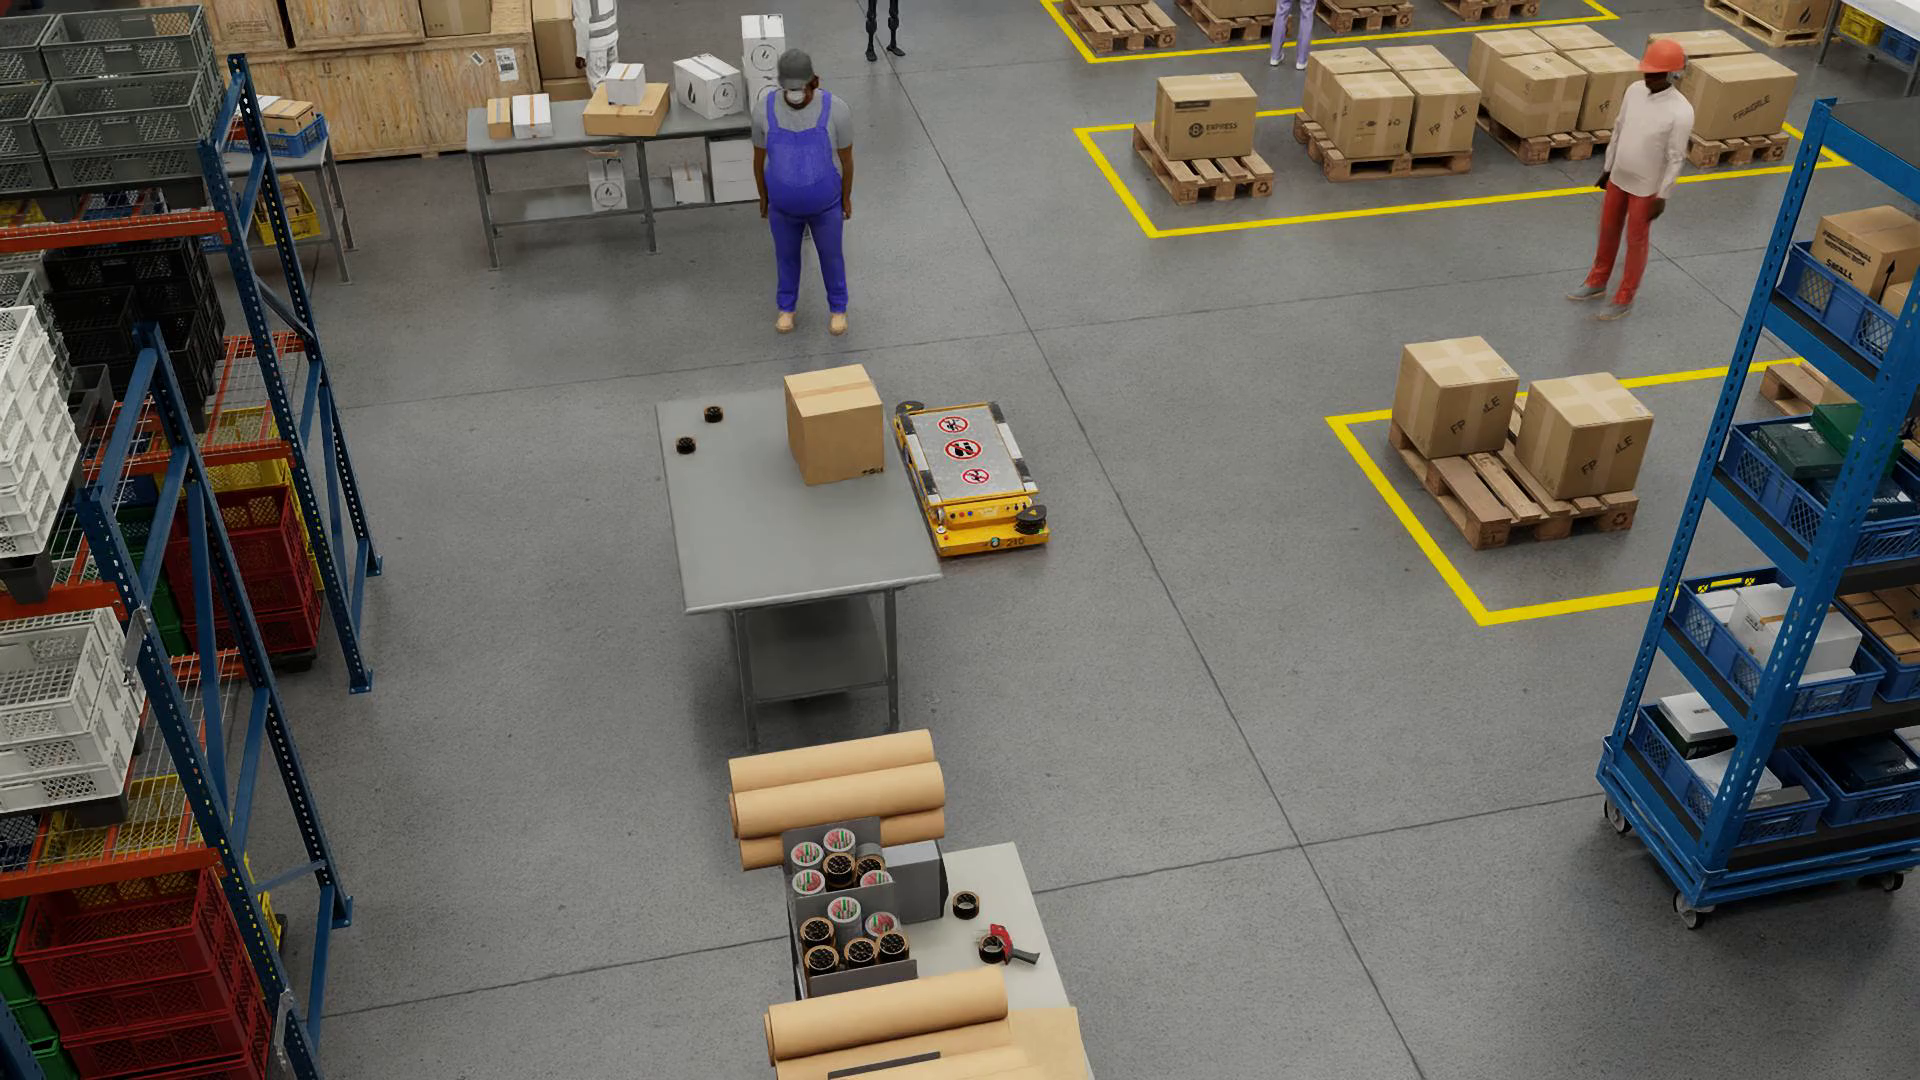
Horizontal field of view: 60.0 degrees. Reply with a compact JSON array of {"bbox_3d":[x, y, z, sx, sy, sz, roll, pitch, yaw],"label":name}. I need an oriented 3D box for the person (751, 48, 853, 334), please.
[{"bbox_3d":[-1.057,-2.332,11.205,0.681,2.000,0.535,1,37,2],"label":"person"}]

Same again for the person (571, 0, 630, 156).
[{"bbox_3d":[-3.002,-4.114,13.732,0.356,1.882,0.573,12,38,16],"label":"person"}]

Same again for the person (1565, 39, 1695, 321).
[{"bbox_3d":[4.632,-2.469,11.430,0.399,1.989,0.621,-15,39,-20],"label":"person"}]

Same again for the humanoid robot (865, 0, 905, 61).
[{"bbox_3d":[-0.700,-5.330,15.525,0.600,1.657,0.331,-16,39,-20],"label":"humanoid robot"}]

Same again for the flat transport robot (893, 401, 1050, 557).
[{"bbox_3d":[0.046,-0.430,10.108,0.652,0.197,1.431,-8,37,-10],"label":"flat transport robot"}]

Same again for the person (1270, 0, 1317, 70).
[{"bbox_3d":[3.157,-5.309,15.312,0.579,1.919,0.397,12,38,16],"label":"person"}]
